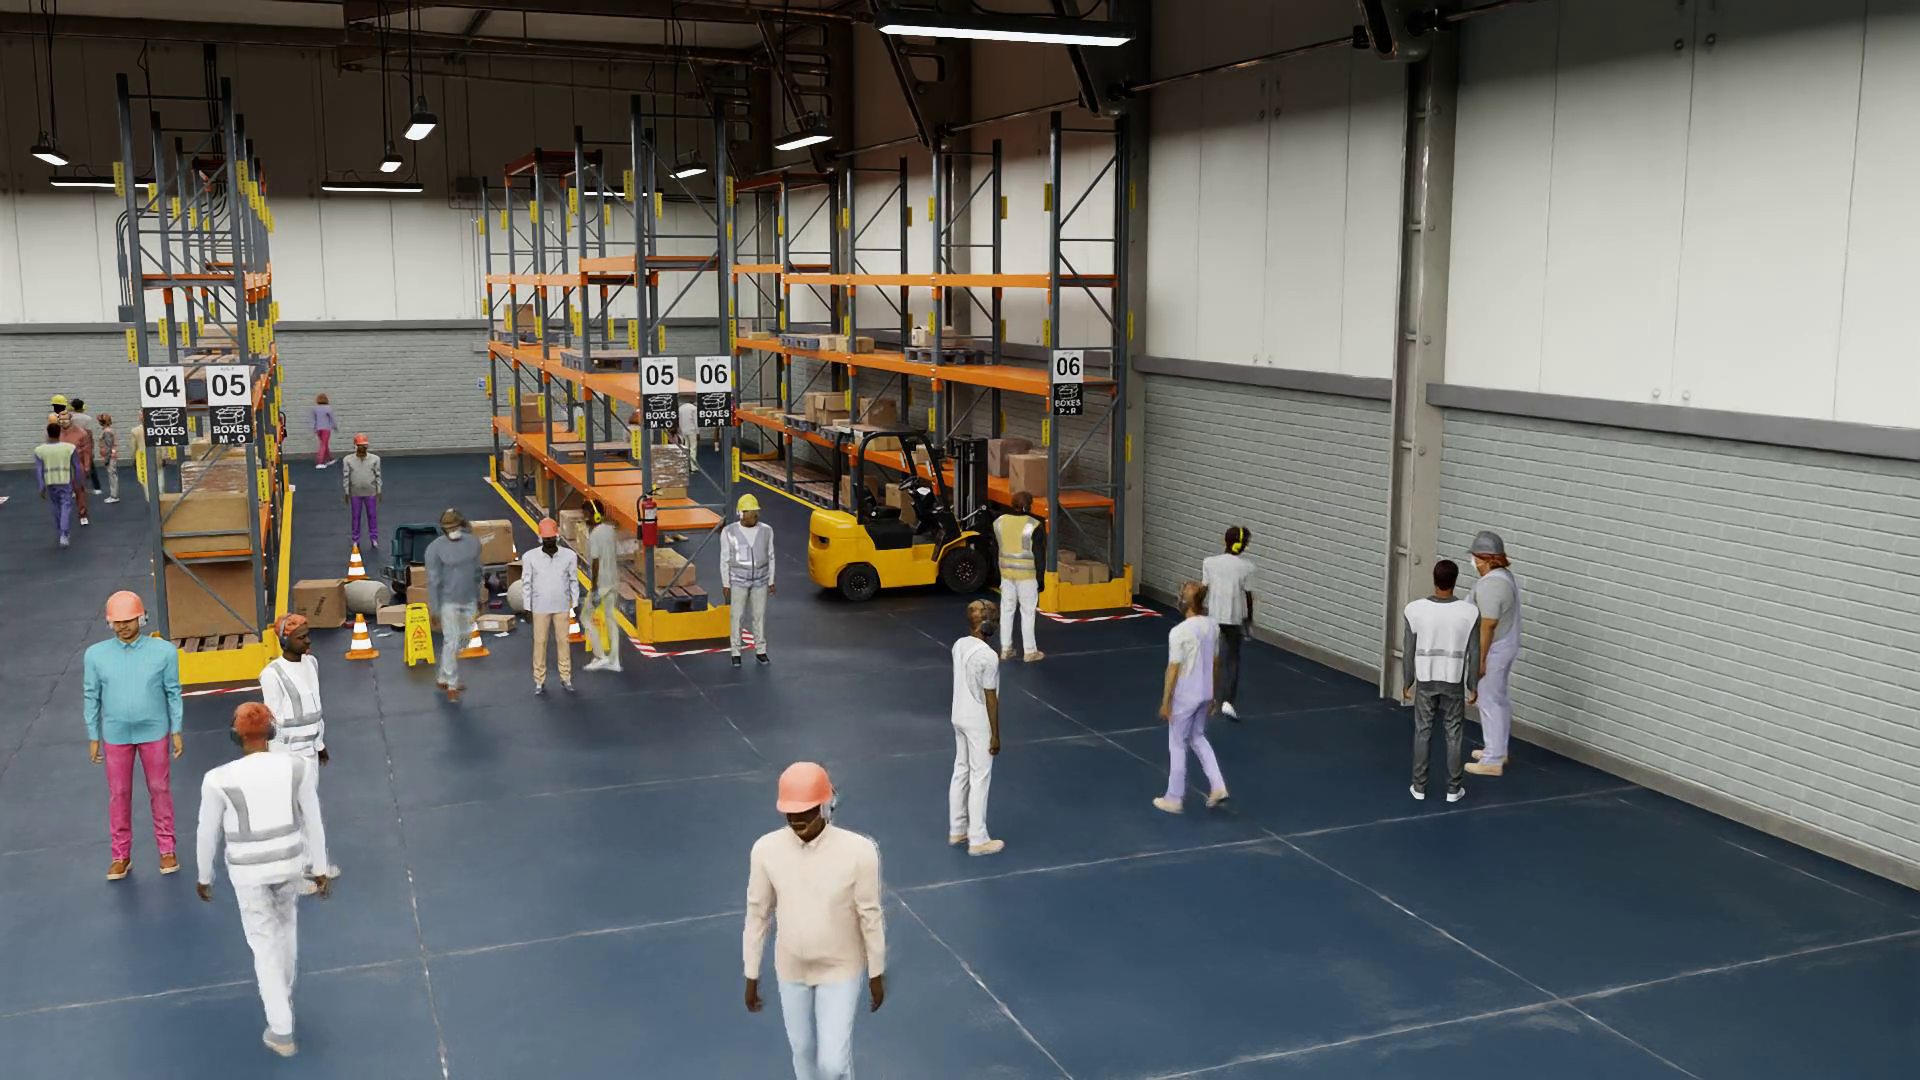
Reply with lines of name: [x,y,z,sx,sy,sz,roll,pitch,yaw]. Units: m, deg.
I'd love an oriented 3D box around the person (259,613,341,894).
person: [-4.450,1.422,11.196,0.355,1.883,0.575,1,9,6]

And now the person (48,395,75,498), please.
person: [-16.708,-1.731,30.902,0.365,1.927,0.587,-3,10,-20]

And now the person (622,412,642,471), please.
person: [-6.074,-1.604,31.207,0.519,1.577,0.836,-2,9,-11]

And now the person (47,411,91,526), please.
person: [-14.730,-1.180,27.494,0.648,1.907,0.409,-4,10,-21]

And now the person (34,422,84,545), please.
person: [-13.892,-0.873,25.645,0.588,1.883,0.969,-2,9,-14]

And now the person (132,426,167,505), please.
person: [-14.690,-1.520,30.179,0.580,1.728,0.606,-3,9,-17]

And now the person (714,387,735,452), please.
person: [-5.570,-3.083,39.031,0.612,2.047,0.361,-4,10,-21]

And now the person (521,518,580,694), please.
person: [-4.052,0.645,16.488,0.570,1.751,0.329,-4,10,-21]

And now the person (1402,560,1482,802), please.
person: [3.777,1.106,13.069,0.594,1.919,0.388,3,9,17]

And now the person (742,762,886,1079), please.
person: [-0.678,1.958,7.532,0.651,1.968,0.604,2,9,14]

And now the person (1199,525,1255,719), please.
person: [2.437,0.764,15.479,0.568,1.836,0.580,3,9,18]

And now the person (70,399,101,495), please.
person: [-16.482,-1.731,31.211,0.529,1.838,0.570,-2,9,-12]

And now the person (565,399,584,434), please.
person: [-8.035,-2.201,34.500,0.710,1.719,0.544,4,10,24]

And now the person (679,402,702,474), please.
person: [-5.630,-2.266,34.809,0.562,1.752,0.324,7,12,39]

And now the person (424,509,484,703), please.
person: [-4.963,0.614,16.238,0.567,1.901,0.658,7,11,36]

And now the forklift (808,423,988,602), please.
forklift: [-0.830,-0.399,21.676,2.313,2.155,1.214,-4,10,-21]

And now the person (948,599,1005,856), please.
person: [0.119,1.332,11.921,0.350,1.837,0.502,-6,11,-33]

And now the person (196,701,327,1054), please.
person: [-3.814,1.782,9.028,0.596,1.843,0.888,-9,12,-43]

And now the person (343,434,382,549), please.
person: [-9.037,-0.737,25.172,0.570,1.755,0.318,-4,10,-21]

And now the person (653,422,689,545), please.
person: [-4.440,-0.958,25.671,0.379,2.044,0.607,6,11,35]

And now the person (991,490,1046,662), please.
person: [0.651,0.382,17.867,0.634,1.841,0.429,6,11,32]

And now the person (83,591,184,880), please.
person: [-5.671,1.327,11.435,0.619,1.994,0.381,-4,10,-21]

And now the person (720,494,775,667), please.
person: [-2.238,0.425,17.615,0.597,1.836,0.404,-4,10,-21]

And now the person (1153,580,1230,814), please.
person: [1.752,1.209,12.687,0.514,1.837,0.557,-8,12,-41]

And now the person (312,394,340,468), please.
person: [-13.698,-2.363,35.943,0.501,1.590,0.836,3,10,20]

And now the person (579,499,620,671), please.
person: [-3.774,0.474,17.316,0.503,1.842,0.496,4,10,26]

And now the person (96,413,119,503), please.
person: [-15.507,-1.492,30.298,0.311,1.639,0.513,-4,10,-25]

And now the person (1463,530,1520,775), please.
person: [4.390,0.911,13.914,0.535,2.000,0.701,5,10,26]
